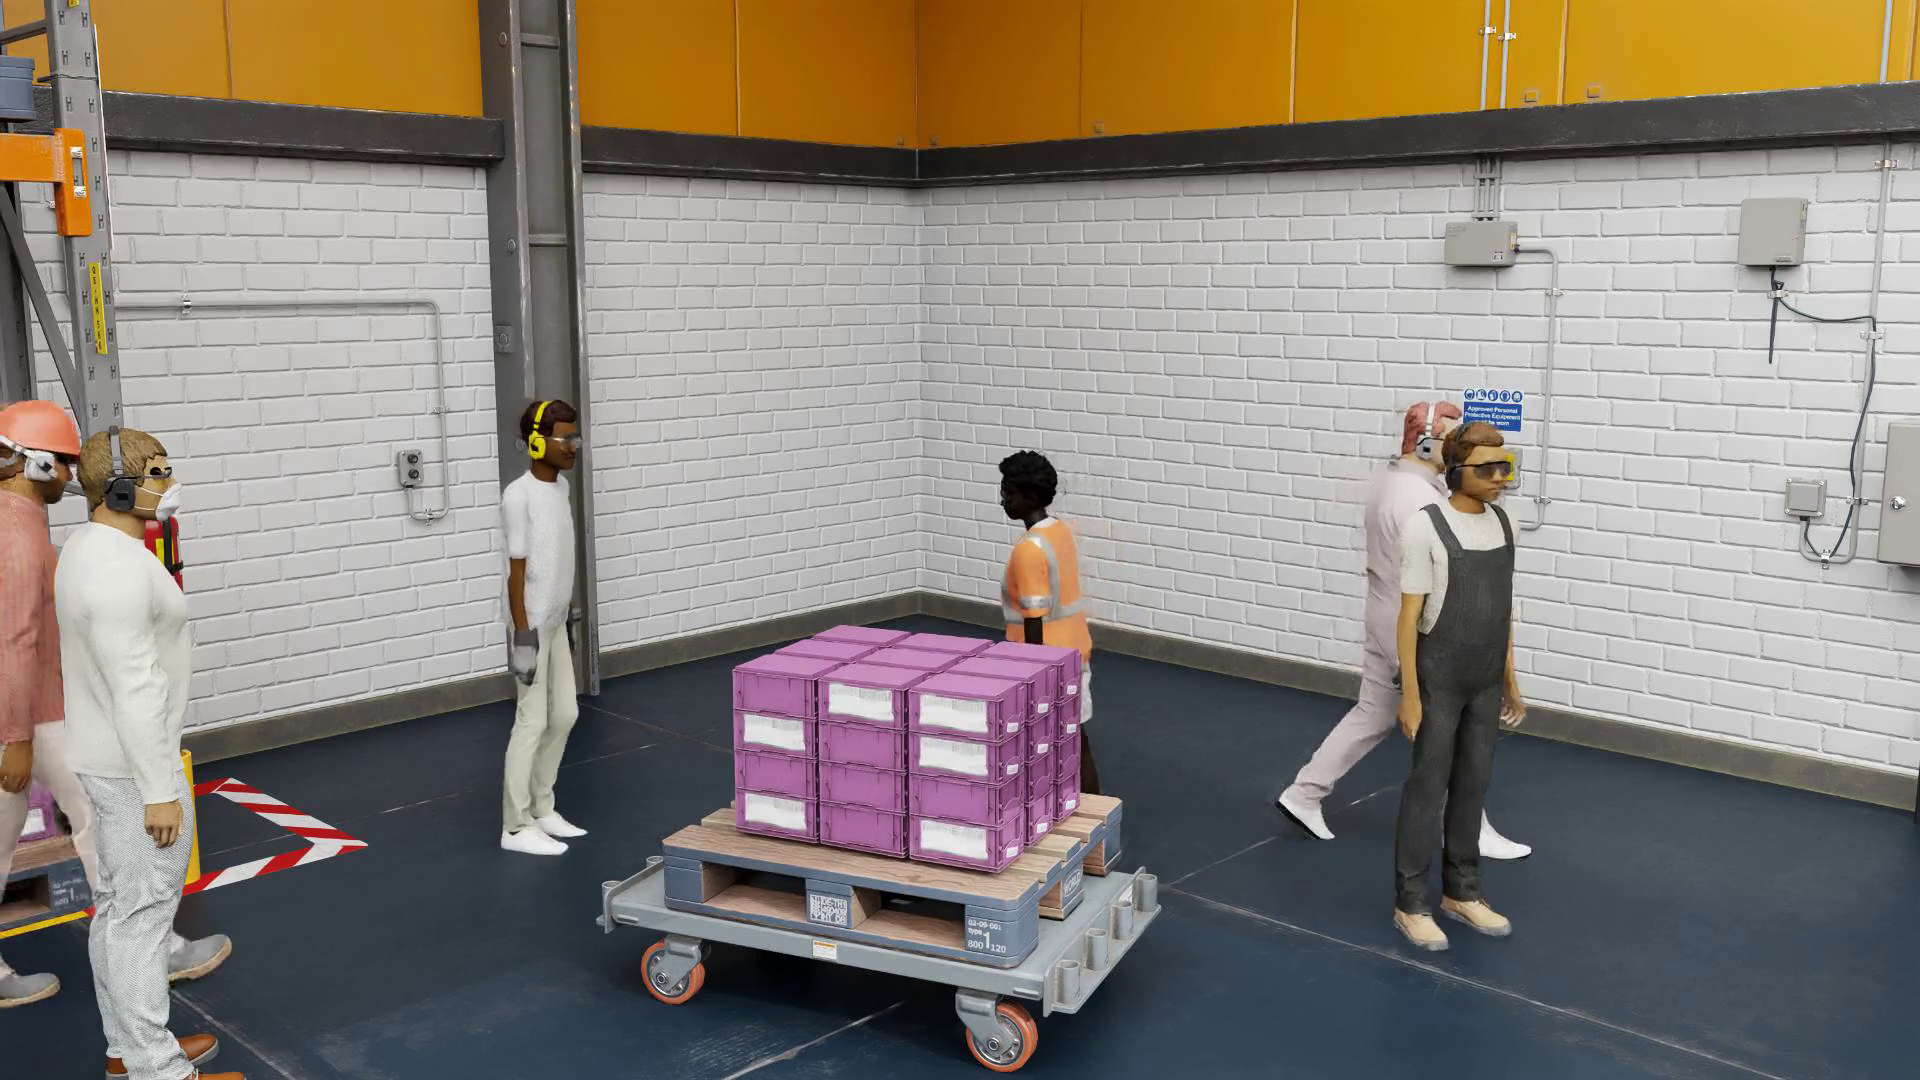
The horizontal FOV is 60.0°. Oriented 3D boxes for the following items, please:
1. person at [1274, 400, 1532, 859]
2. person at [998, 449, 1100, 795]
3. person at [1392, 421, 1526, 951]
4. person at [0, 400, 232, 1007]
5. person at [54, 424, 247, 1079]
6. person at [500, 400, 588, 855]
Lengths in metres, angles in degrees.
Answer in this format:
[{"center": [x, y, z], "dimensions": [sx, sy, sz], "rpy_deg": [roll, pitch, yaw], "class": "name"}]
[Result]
[{"center": [1.790, 0.359, 6.688], "dimensions": [0.960, 1.860, 0.657], "rpy_deg": [0, 9, 0], "class": "person"}, {"center": [0.240, 0.470, 6.584], "dimensions": [0.752, 1.663, 0.571], "rpy_deg": [4, 10, 25], "class": "person"}, {"center": [1.763, 0.506, 5.843], "dimensions": [0.542, 1.844, 0.335], "rpy_deg": [-5, 10, -27], "class": "person"}, {"center": [-2.870, 0.529, 5.358], "dimensions": [0.899, 1.943, 0.606], "rpy_deg": [-8, 12, -42], "class": "person"}, {"center": [-2.307, 0.643, 4.680], "dimensions": [0.372, 1.940, 0.627], "rpy_deg": [-6, 11, -34], "class": "person"}, {"center": [-1.683, 0.371, 6.726], "dimensions": [0.406, 1.860, 0.529], "rpy_deg": [1, 9, 9], "class": "person"}]
